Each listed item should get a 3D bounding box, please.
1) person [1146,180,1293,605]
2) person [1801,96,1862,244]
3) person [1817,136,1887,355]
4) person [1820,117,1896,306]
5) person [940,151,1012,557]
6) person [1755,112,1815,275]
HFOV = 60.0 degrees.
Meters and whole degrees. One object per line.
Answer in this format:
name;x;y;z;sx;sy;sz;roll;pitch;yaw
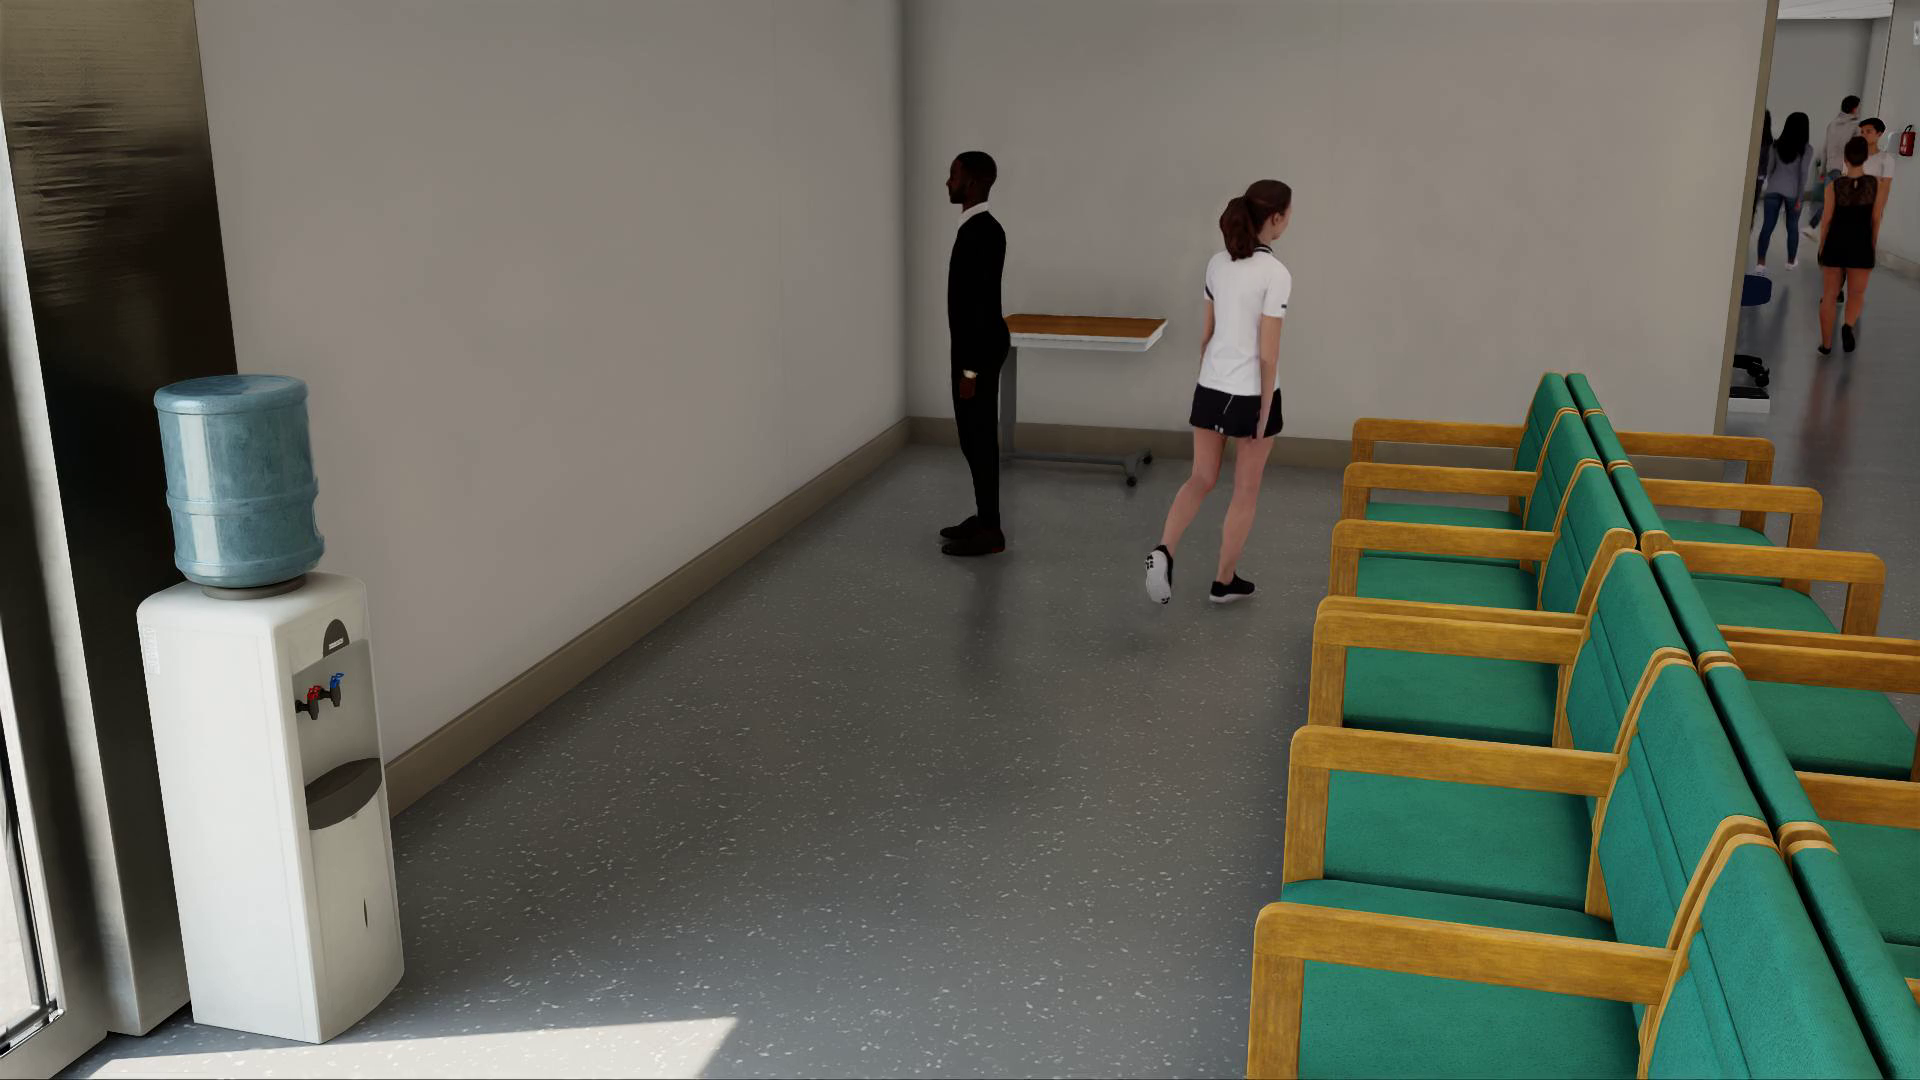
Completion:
person;1.030;-0.511;6.532;0.999;1.721;0.921;12;19;35
person;11.030;-4.625;20.961;1.330;1.809;1.161;-6;17;-21
person;6.735;-2.189;12.599;0.887;1.658;0.735;7;17;24
person;8.425;-3.074;15.562;0.763;1.722;0.680;-11;19;-34
person;0.115;-0.843;7.542;0.592;1.811;0.654;3;16;9
person;8.697;-3.627;17.647;1.181;1.687;1.005;12;20;37
